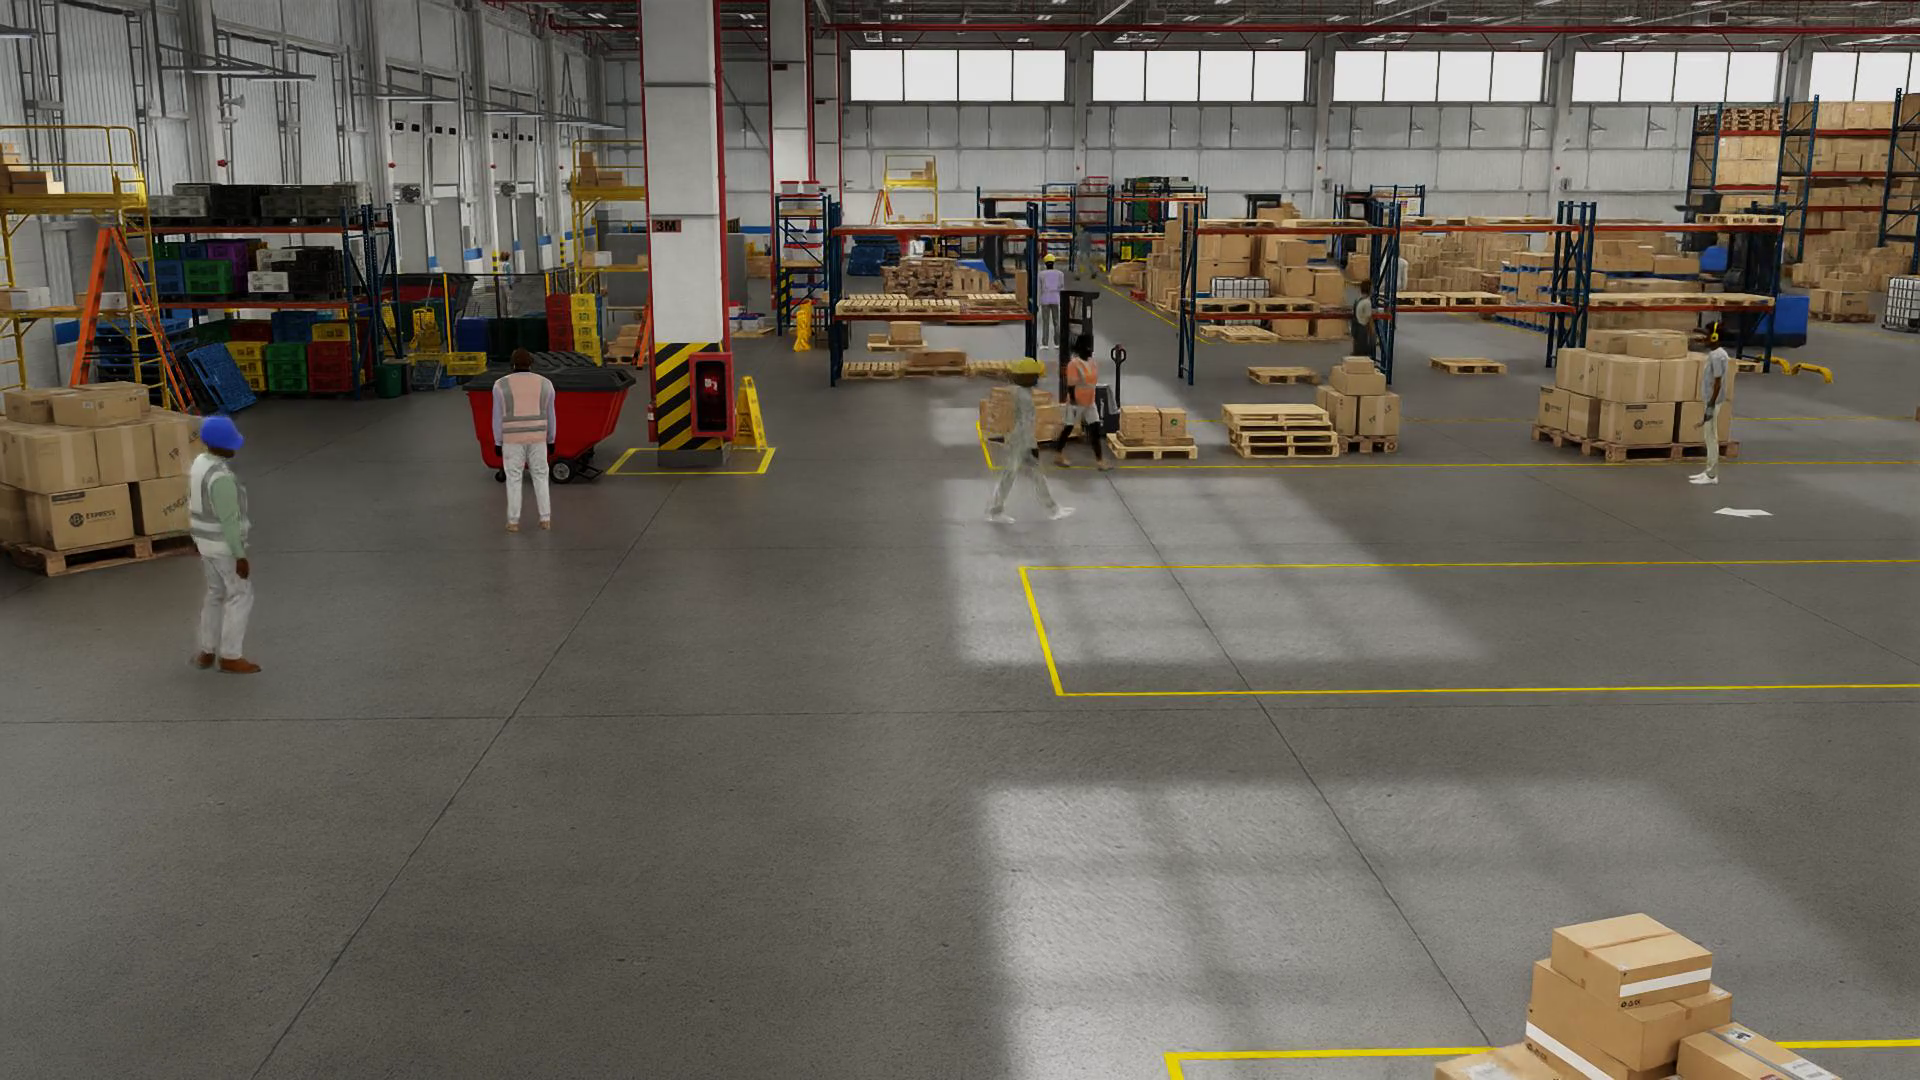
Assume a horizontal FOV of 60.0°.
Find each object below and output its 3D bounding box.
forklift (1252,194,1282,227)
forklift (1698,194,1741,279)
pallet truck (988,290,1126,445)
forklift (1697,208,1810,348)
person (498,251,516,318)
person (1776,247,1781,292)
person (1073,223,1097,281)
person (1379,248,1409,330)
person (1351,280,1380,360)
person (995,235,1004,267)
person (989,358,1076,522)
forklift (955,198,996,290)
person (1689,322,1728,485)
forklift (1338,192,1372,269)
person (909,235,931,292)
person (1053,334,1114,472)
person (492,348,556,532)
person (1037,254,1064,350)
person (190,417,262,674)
[{"bbox_3d":[10.095,-10.036,55.033,1.129,2.768,1.873,0,12,-1],"label":"forklift"},{"bbox_3d":[25.110,-10.184,55.703,1.873,2.768,1.129,11,17,42],"label":"forklift"},{"bbox_3d":[1.257,-2.299,22.111,1.885,1.965,0.823,-9,15,-35],"label":"pallet truck"},{"bbox_3d":[16.216,-5.345,33.856,1.873,2.768,1.129,0,12,-2],"label":"forklift"},{"bbox_3d":[-11.154,-6.259,40.832,0.312,1.633,0.519,-10,16,-38],"label":"person"},{"bbox_3d":[23.408,-7.939,47.861,0.667,1.884,0.669,7,14,29],"label":"person"},{"bbox_3d":[4.158,-9.556,55.126,0.936,1.912,0.634,-12,17,-44],"label":"person"},{"bbox_3d":[9.882,-5.754,37.946,0.636,1.902,0.623,2,13,11],"label":"person"},{"bbox_3d":[6.715,-3.356,27.323,0.879,1.807,0.528,-1,13,-3],"label":"person"},{"bbox_3d":[1.087,-8.766,51.443,0.545,1.939,0.354,-2,13,-8],"label":"person"},{"bbox_3d":[0.720,-1.002,16.931,0.915,1.689,0.499,1,13,6],"label":"person"},{"bbox_3d":[0.796,-8.188,46.688,1.873,2.768,1.129,0,12,-2],"label":"forklift"},{"bbox_3d":[8.611,-1.563,19.081,0.323,1.870,0.518,6,14,26],"label":"person"},{"bbox_3d":[14.595,-11.405,61.216,1.129,2.768,1.873,2,13,8],"label":"forklift"},{"bbox_3d":[-1.201,-8.189,49.035,0.589,1.844,0.898,-9,15,-35],"label":"person"},{"bbox_3d":[1.462,-1.659,20.009,0.541,1.651,0.896,-11,17,-42],"label":"person"},{"bbox_3d":[-4.355,-0.999,16.635,0.629,1.834,0.430,-7,14,-28],"label":"person"},{"bbox_3d":[1.814,-4.807,33.618,0.584,1.918,0.381,-3,13,-14],"label":"person"},{"bbox_3d":[-5.287,0.034,11.851,0.403,1.883,0.794,-10,16,-38],"label":"person"}]
